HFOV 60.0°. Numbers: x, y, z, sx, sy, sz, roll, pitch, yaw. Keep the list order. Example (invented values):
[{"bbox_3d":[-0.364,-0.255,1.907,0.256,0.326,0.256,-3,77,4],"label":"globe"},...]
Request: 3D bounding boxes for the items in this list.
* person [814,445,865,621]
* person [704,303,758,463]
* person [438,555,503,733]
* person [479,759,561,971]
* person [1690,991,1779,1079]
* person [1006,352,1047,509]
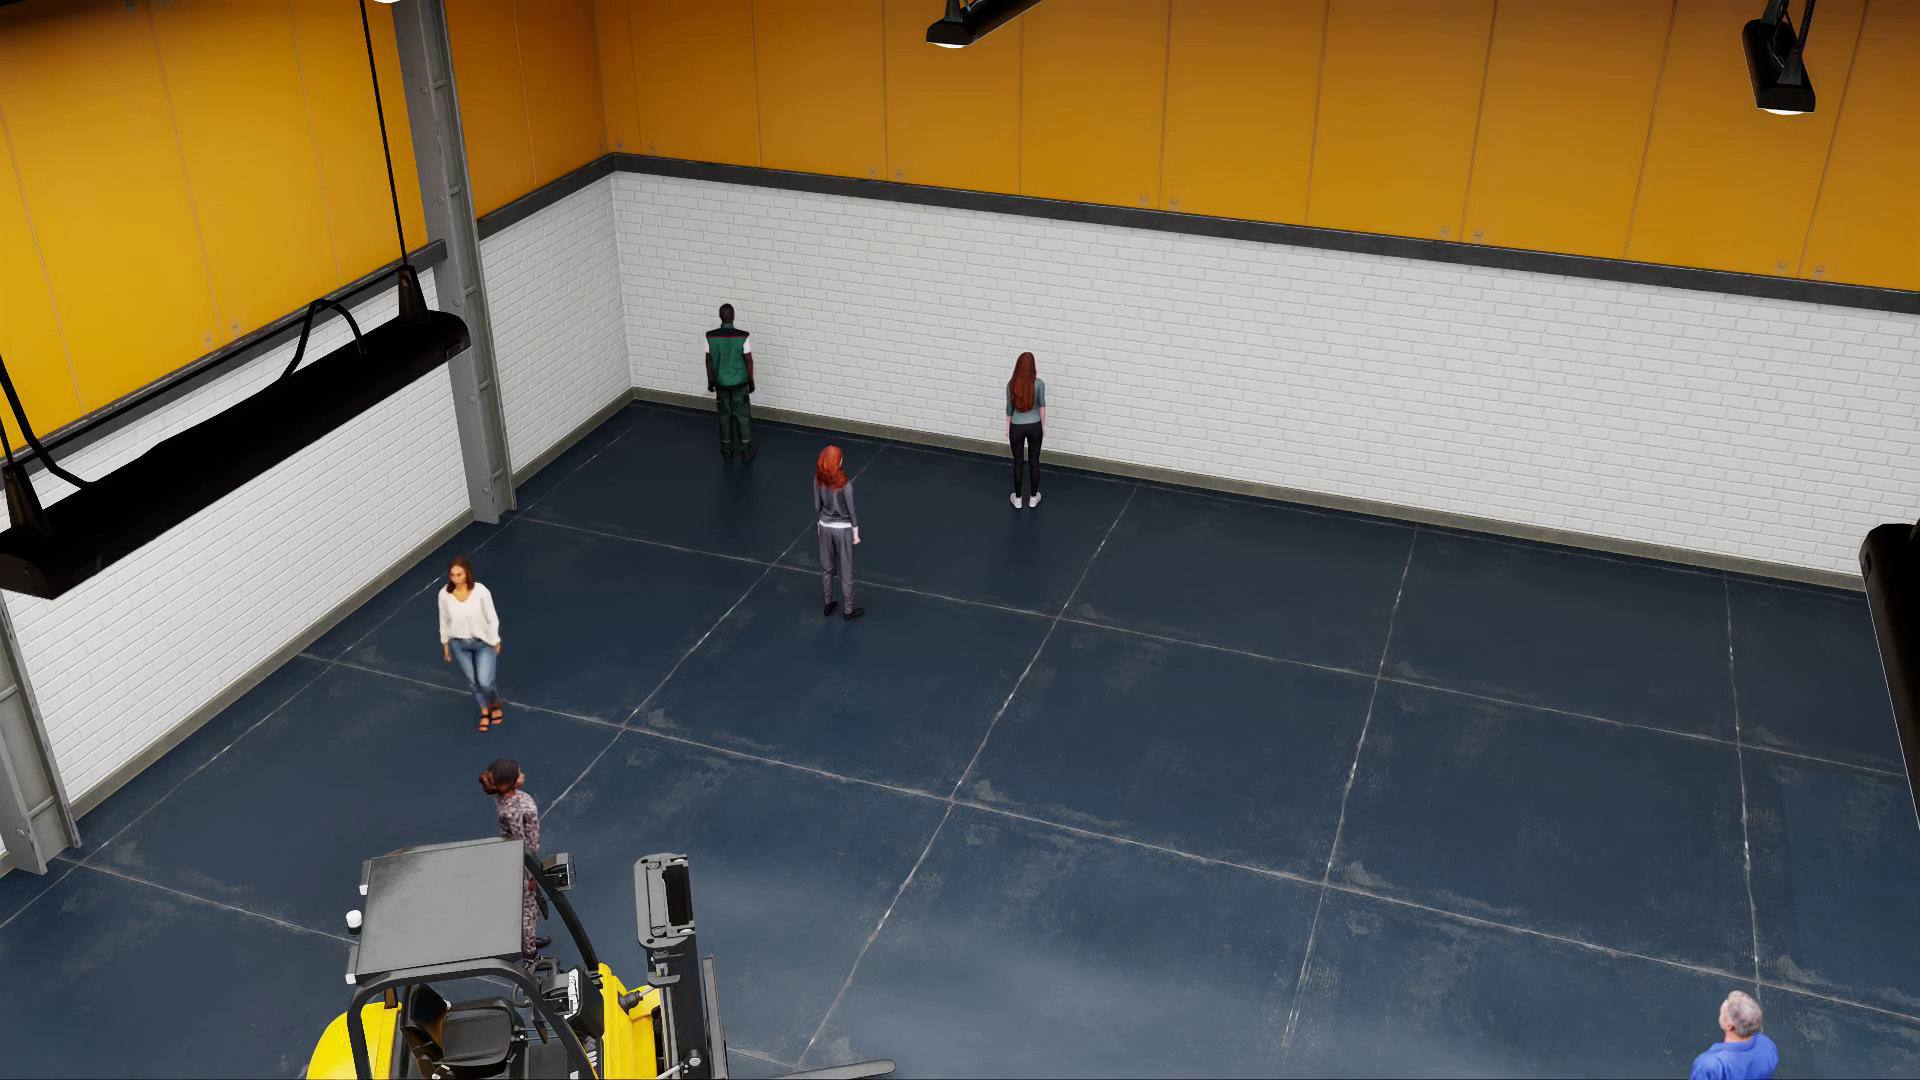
[{"bbox_3d":[-1.149,-0.072,15.465,0.601,1.780,0.542,14,32,24],"label":"person"},{"bbox_3d":[-2.542,-1.745,18.473,0.753,1.837,0.703,1,29,2],"label":"person"},{"bbox_3d":[-4.056,0.827,13.928,0.697,1.673,0.685,1,29,3],"label":"person"},{"bbox_3d":[-3.008,2.199,11.370,0.738,1.714,0.677,-12,31,-21],"label":"person"},{"bbox_3d":[4.223,3.277,9.281,0.786,1.822,0.819,-10,30,-18],"label":"person"},{"bbox_3d":[0.691,-1.156,17.491,0.646,1.743,0.649,0,29,0],"label":"person"}]
